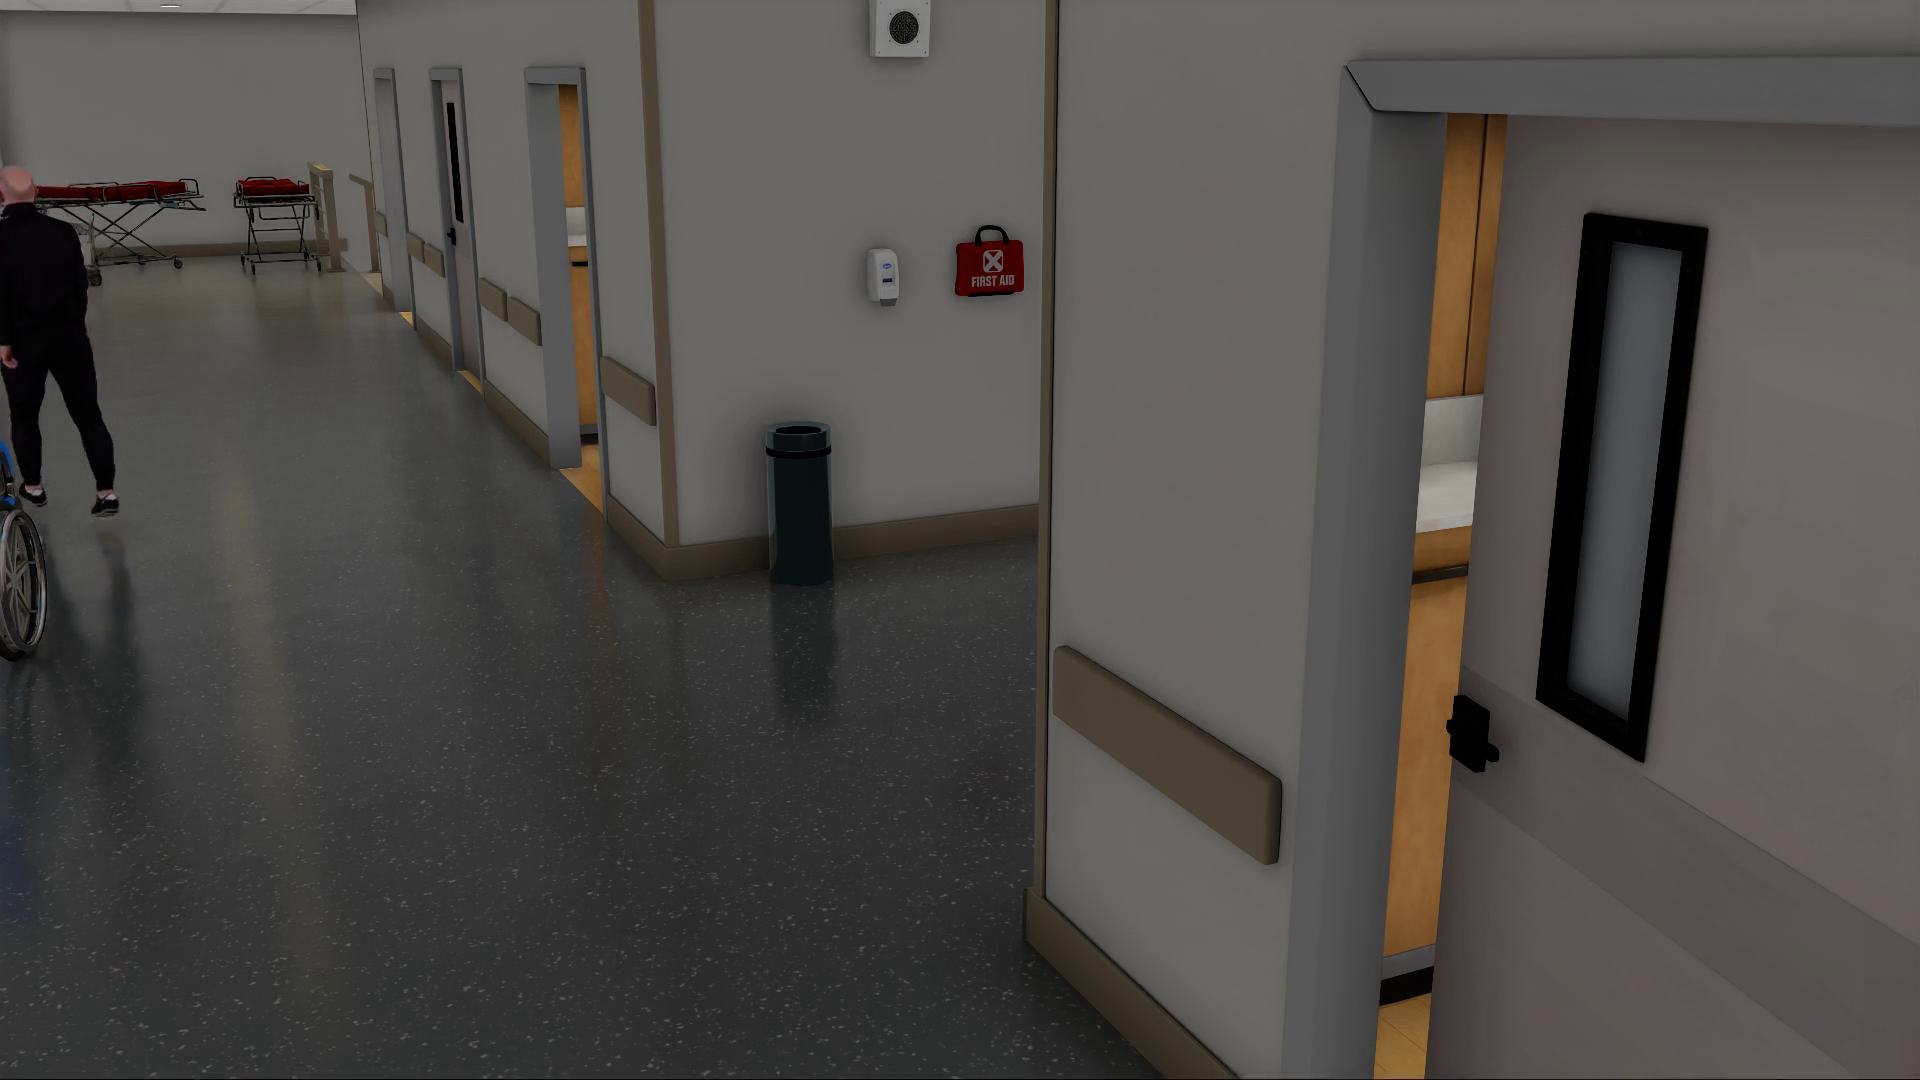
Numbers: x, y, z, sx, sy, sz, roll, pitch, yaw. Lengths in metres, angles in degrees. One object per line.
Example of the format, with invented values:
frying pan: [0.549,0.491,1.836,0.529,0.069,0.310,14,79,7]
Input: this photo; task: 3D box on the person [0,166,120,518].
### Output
person: [-4.623,-0.952,8.500,0.917,1.789,1.290,-14,21,-41]
